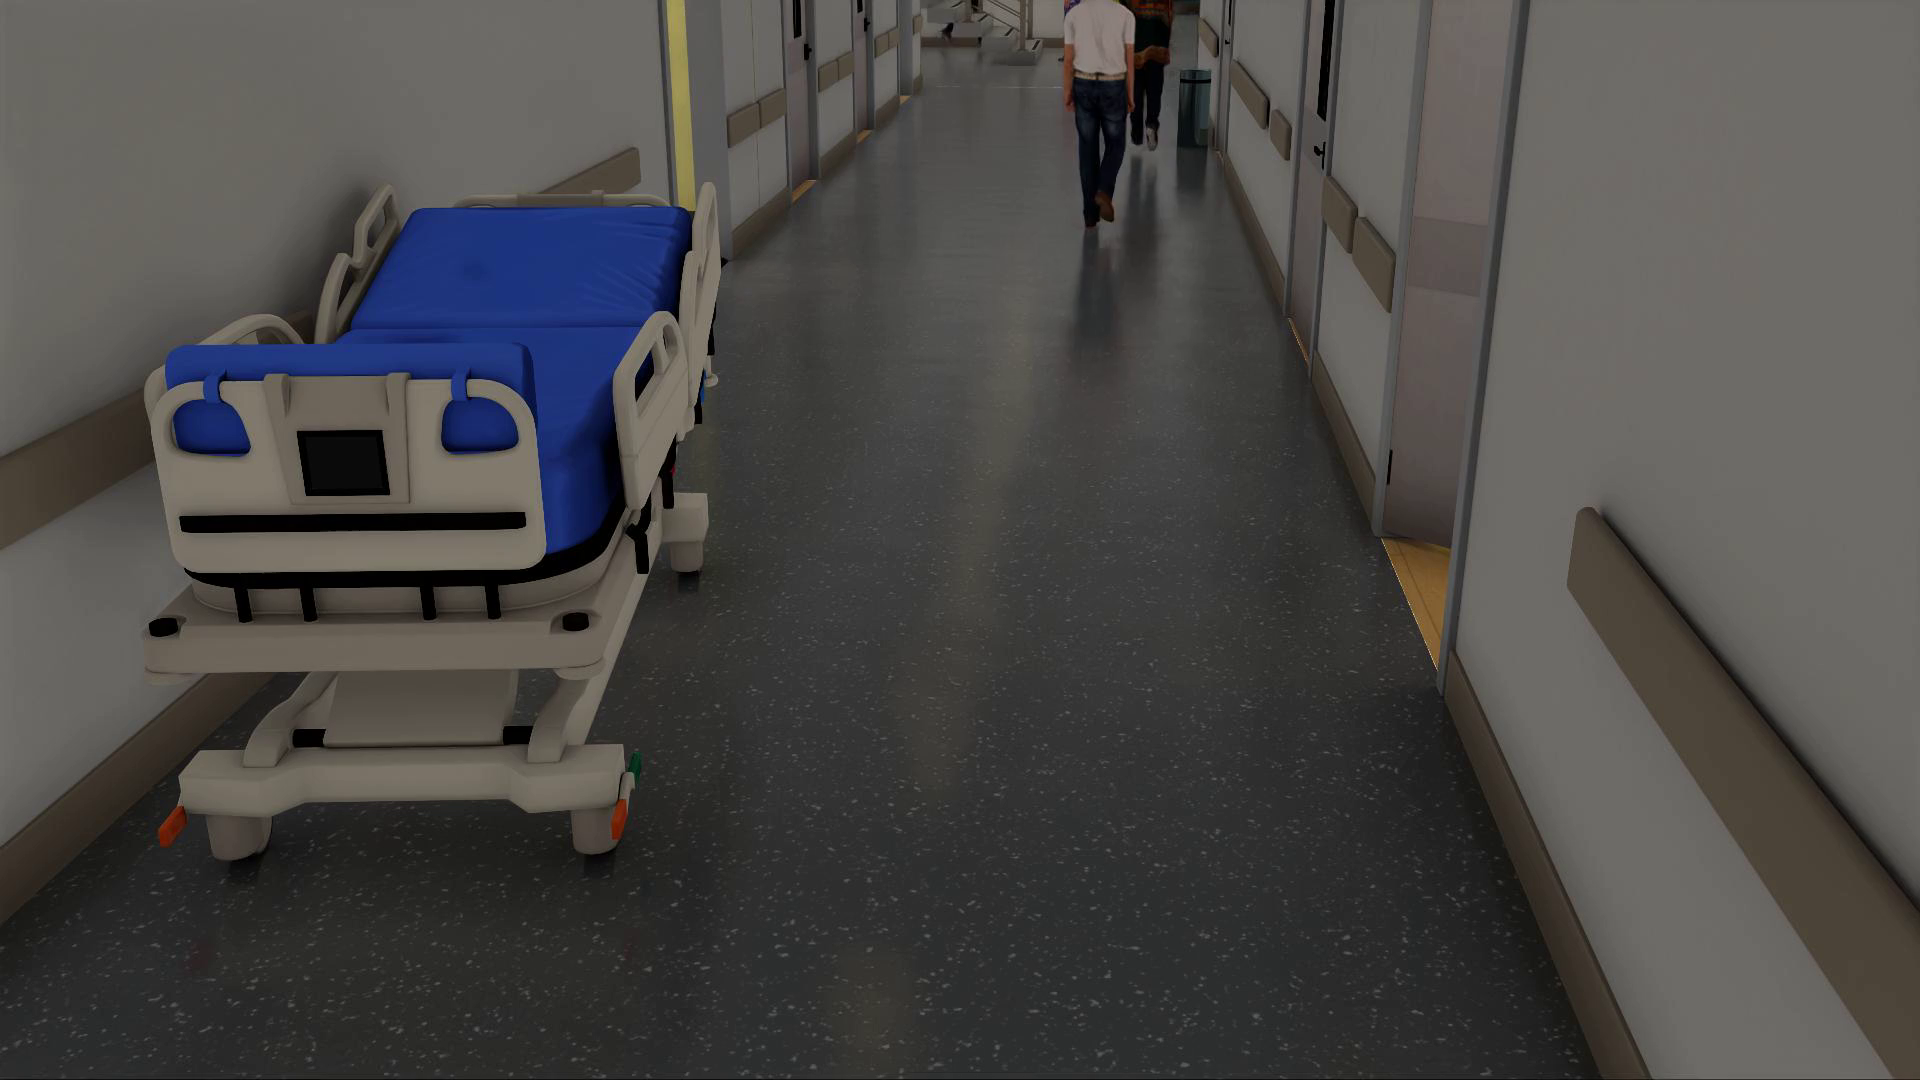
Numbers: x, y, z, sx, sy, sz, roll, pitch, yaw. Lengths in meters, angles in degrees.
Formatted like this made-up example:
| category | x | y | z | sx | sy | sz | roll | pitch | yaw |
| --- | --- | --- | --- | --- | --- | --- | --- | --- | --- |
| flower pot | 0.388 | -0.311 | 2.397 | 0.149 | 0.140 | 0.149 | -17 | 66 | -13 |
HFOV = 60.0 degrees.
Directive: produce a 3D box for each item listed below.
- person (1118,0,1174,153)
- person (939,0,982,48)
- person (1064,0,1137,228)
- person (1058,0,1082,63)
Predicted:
| category | x | y | z | sx | sy | sz | roll | pitch | yaw |
| --- | --- | --- | --- | --- | --- | --- | --- | --- | --- |
| person | 1.735 | -4.487 | 15.339 | 1.092 | 1.778 | 0.734 | 1 | 21 | 3 |
| person | 0.089 | -9.006 | 27.329 | 1.148 | 1.777 | 0.656 | 1 | 21 | 3 |
| person | 0.967 | -3.108 | 11.669 | 0.736 | 1.838 | 0.755 | 3 | 21 | 9 |
| person | 1.676 | -8.079 | 24.894 | 0.606 | 1.767 | 0.633 | 6 | 22 | 16 |
